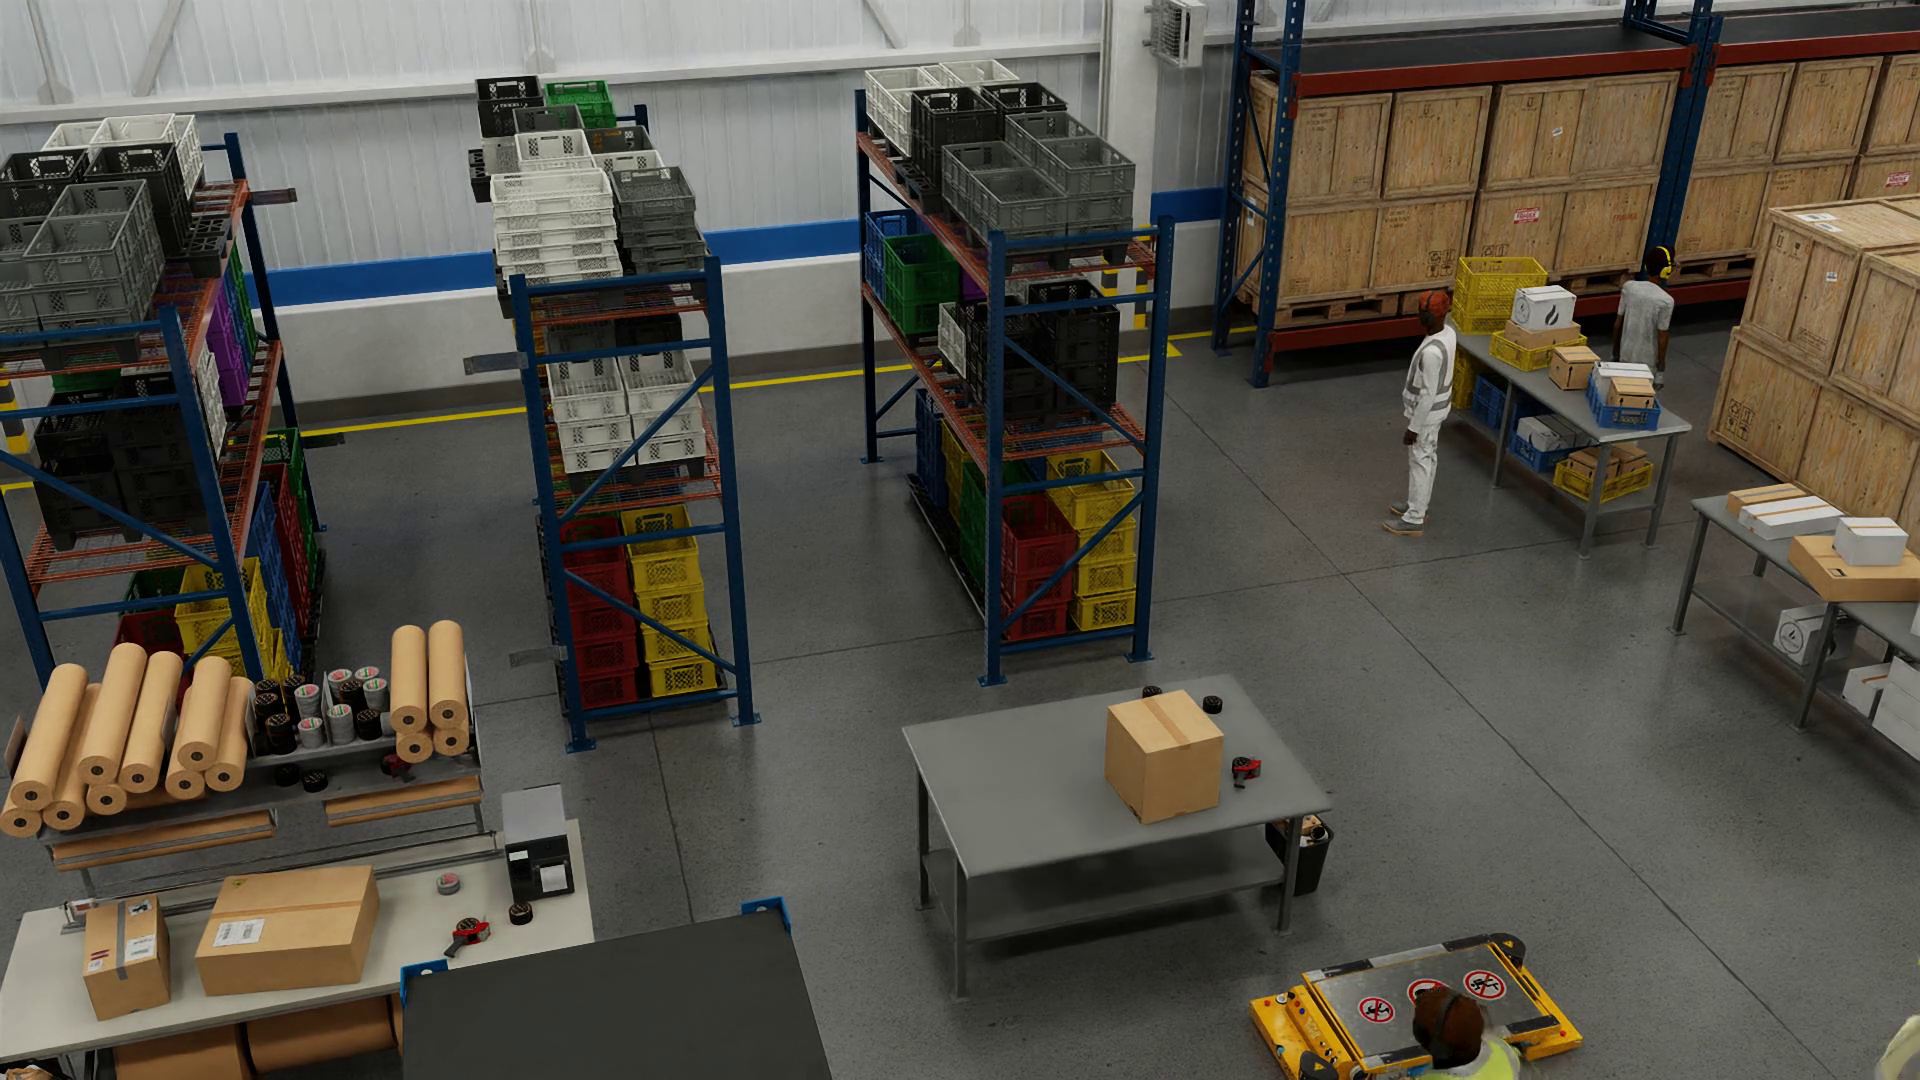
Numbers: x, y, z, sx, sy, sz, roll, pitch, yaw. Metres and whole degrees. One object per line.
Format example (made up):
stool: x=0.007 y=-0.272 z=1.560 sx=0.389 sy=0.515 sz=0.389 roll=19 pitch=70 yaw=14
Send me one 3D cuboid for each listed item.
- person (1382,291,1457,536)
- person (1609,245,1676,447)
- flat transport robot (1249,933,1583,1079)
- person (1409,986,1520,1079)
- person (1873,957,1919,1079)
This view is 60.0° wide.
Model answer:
person: x=3.390 y=-0.929 z=12.161 sx=0.353 sy=1.884 sz=0.572 roll=13 pitch=31 yaw=22
person: x=5.326 y=-1.408 z=13.046 sx=0.328 sy=1.874 sz=0.521 roll=-15 pitch=32 yaw=-25
flat transport robot: x=2.184 y=2.282 z=7.980 sx=1.431 sy=0.197 sz=0.652 roll=-8 pitch=30 yaw=-14
person: x=1.852 y=2.440 z=6.118 sx=0.871 sy=1.808 sz=0.630 roll=23 pitch=36 yaw=36
person: x=3.726 y=2.260 z=6.468 sx=0.935 sy=1.786 sz=0.601 roll=18 pitch=34 yaw=30
